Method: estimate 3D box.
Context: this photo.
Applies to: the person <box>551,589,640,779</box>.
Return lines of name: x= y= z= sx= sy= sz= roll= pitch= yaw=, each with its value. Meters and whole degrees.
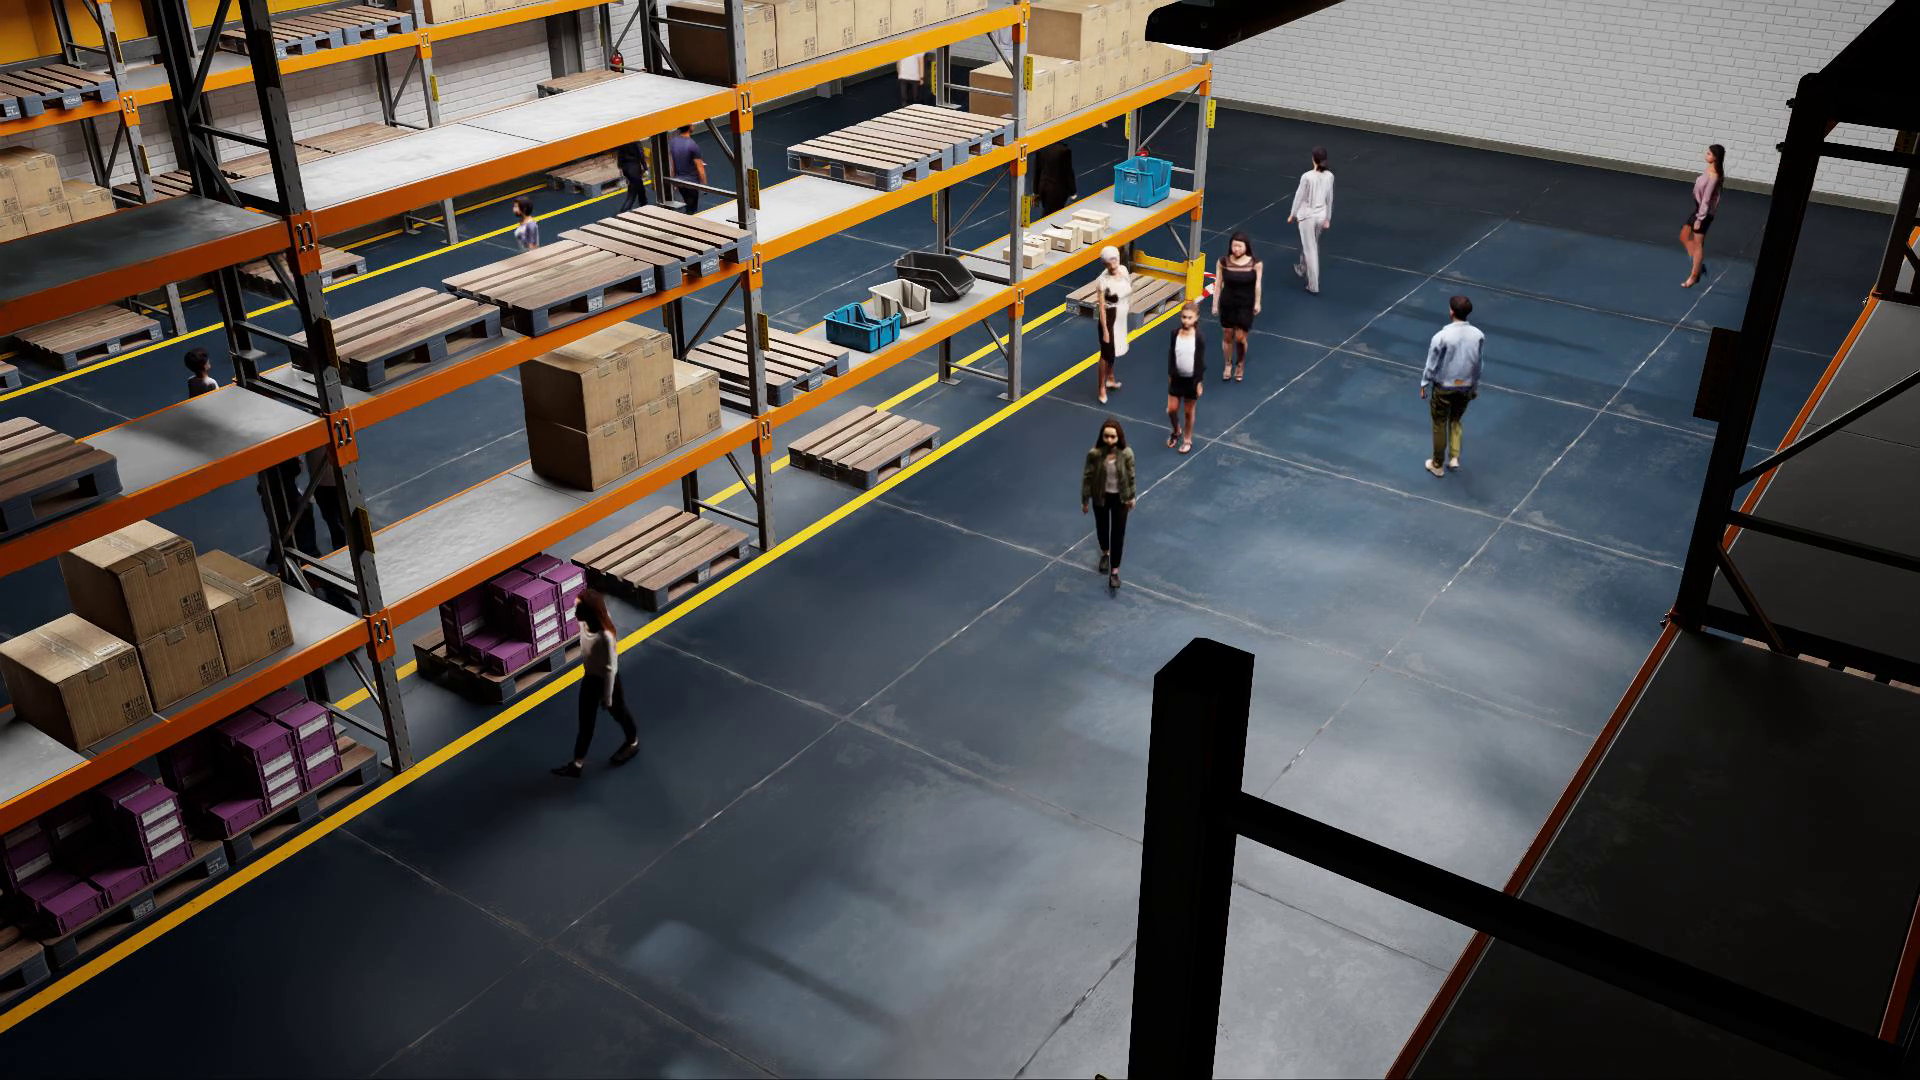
person: x=-2.453 y=0.974 z=11.689 sx=0.636 sy=1.453 sz=0.953 roll=23 pitch=36 yaw=35

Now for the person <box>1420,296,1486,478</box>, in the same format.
person: x=4.672 y=-1.411 z=15.696 sx=0.814 sy=1.804 sz=0.871 roll=-4 pitch=29 yaw=-8

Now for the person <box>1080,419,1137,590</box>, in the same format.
person: x=1.280 y=-0.373 z=14.159 sx=0.825 sy=1.453 sz=0.955 roll=4 pitch=29 yaw=7

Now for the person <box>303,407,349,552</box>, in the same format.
person: x=-5.315 y=-0.553 z=14.058 sx=0.662 sy=1.866 sz=0.534 roll=19 pitch=34 yaw=30

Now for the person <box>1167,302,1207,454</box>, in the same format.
person: x=2.249 y=-1.621 z=16.353 sx=0.600 sy=1.543 sz=0.628 roll=11 pitch=30 yaw=19

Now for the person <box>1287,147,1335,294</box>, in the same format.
person: x=4.333 y=-3.862 z=20.255 sx=1.037 sy=1.740 sz=1.047 roll=-8 pitch=30 yaw=-15

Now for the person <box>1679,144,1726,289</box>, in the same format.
person: x=9.164 y=-3.930 z=20.317 sx=0.806 sy=1.801 sz=0.694 roll=7 pitch=29 yaw=13

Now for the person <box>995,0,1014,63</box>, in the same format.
person: x=0.792 y=-8.121 z=28.005 sx=0.635 sy=1.796 sz=0.587 roll=11 pitch=30 yaw=19

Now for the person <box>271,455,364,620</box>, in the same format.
person: x=-5.200 y=0.151 z=12.883 sx=0.752 sy=1.756 sz=1.166 roll=22 pitch=36 yaw=35

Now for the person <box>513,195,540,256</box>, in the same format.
person: x=-4.909 y=-3.241 z=19.320 sx=0.941 sy=1.546 sz=0.759 roll=-17 pitch=33 yaw=-28

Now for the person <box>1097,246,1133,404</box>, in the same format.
person: x=1.590 y=-2.292 z=17.391 sx=0.841 sy=1.726 sz=0.506 roll=14 pitch=32 yaw=24

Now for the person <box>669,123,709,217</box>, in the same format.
person: x=-3.591 y=-4.600 z=21.570 sx=0.689 sy=1.777 sz=0.716 roll=15 pitch=32 yaw=26

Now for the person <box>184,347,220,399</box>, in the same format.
person: x=-7.188 y=-1.234 z=15.941 sx=0.553 sy=1.258 sz=0.570 roll=7 pitch=29 yaw=13

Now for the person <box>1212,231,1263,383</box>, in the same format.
person: x=2.976 y=-2.511 z=17.815 sx=0.744 sy=1.704 sz=0.746 roll=8 pitch=30 yaw=14
